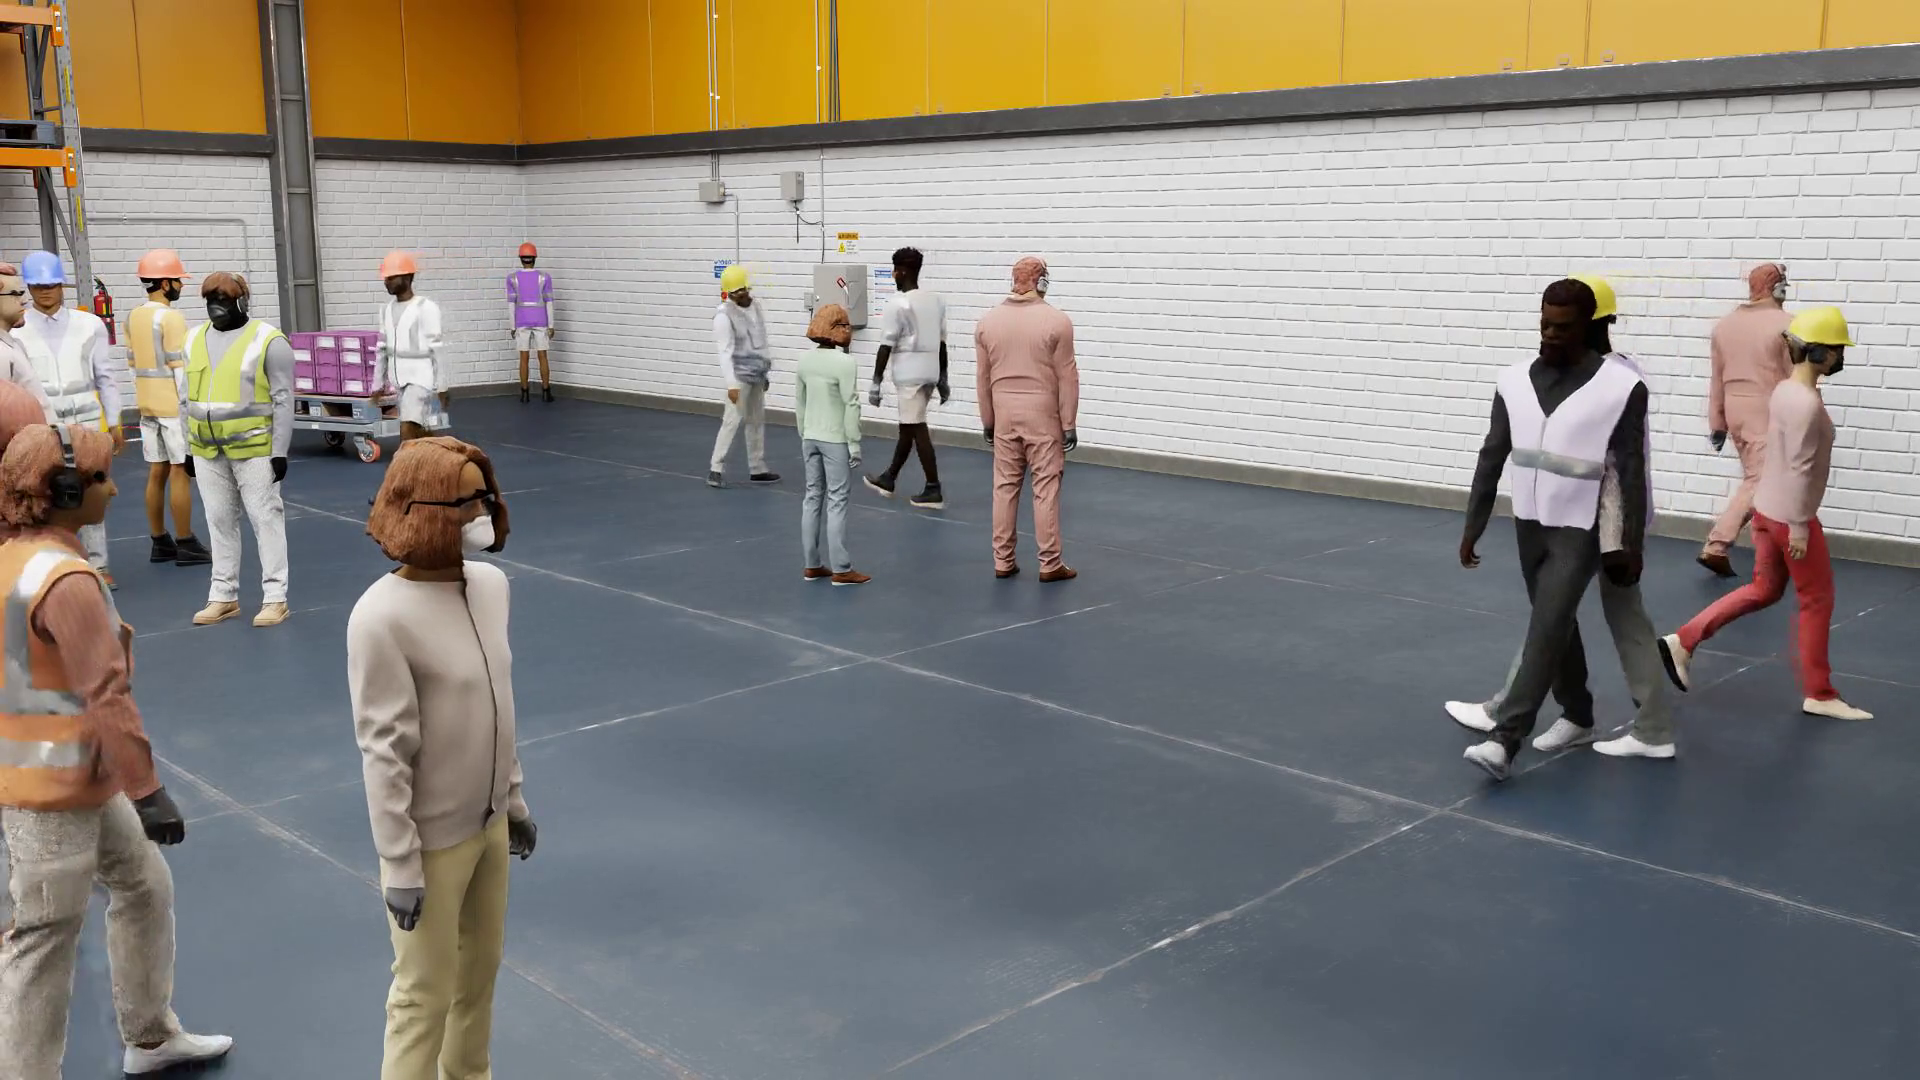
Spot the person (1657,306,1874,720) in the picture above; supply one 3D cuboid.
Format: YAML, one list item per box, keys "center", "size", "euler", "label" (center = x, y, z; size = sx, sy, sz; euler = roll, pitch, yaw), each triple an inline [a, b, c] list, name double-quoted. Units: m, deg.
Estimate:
- center: [3.458, -0.119, 7.028]
  size: [0.794, 1.742, 0.536]
  euler: [3, 11, 15]
  label: "person"

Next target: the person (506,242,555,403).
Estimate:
- center: [-5.191, -2.624, 20.158]
  size: [0.549, 1.937, 0.378]
  euler: [-2, 11, -10]
  label: "person"

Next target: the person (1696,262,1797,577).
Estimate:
- center: [4.771, -0.719, 9.926]
  size: [0.905, 1.871, 0.649]
  euler: [-3, 11, -15]
  label: "person"

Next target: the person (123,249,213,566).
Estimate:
- center: [-4.850, -0.808, 10.225]
  size: [0.542, 1.939, 0.362]
  euler: [7, 12, 32]
  label: "person"

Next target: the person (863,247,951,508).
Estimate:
- center: [-0.459, -1.220, 12.495]
  size: [0.941, 1.923, 0.635]
  euler: [8, 13, 36]
  label: "person"

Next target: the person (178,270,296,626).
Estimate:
- center: [-3.762, -0.468, 8.641]
  size: [0.627, 1.844, 0.429]
  euler: [2, 11, 8]
  label: "person"

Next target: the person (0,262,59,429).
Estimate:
- center: [-4.162, -0.257, 7.311]
  size: [0.407, 1.908, 0.641]
  euler: [-7, 13, -35]
  label: "person"

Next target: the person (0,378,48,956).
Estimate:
- center: [-2.805, 0.196, 4.606]
  size: [0.623, 1.989, 0.400]
  euler: [0, 10, 2]
  label: "person"

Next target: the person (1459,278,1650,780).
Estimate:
- center: [2.183, -0.040, 6.259]
  size: [1.029, 1.851, 0.628]
  euler: [-8, 13, -37]
  label: "person"

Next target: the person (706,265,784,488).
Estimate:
- center: [-1.773, -1.309, 13.389]
  size: [0.486, 1.786, 0.691]
  euler: [4, 11, 22]
  label: "person"

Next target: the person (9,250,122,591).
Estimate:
- center: [-5.045, -0.639, 9.312]
  size: [0.618, 1.941, 0.415]
  euler: [-8, 13, -36]
  label: "person"

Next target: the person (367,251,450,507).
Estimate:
- center: [-4.148, -1.154, 12.227]
  size: [0.561, 1.894, 0.927]
  euler: [6, 12, 31]
  label: "person"

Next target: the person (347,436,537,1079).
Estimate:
- center: [-1.024, 0.600, 3.382]
  size: [0.280, 1.633, 0.500]
  euler: [2, 11, 12]
  label: "person"

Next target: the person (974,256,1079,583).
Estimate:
- center: [0.413, -0.701, 9.749]
  size: [0.638, 1.903, 0.408]
  euler: [5, 12, 27]
  label: "person"

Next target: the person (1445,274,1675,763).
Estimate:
- center: [2.412, -0.084, 6.474]
  size: [0.899, 1.869, 0.589]
  euler: [7, 13, 34]
  label: "person"

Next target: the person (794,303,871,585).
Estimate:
- center: [-0.757, -0.556, 9.684]
  size: [0.501, 1.633, 0.285]
  euler: [10, 14, 44]
  label: "person"

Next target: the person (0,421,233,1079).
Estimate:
- center: [-1.909, 0.548, 3.726]
  size: [0.667, 1.616, 0.536]
  euler: [-7, 13, -35]
  label: "person"
